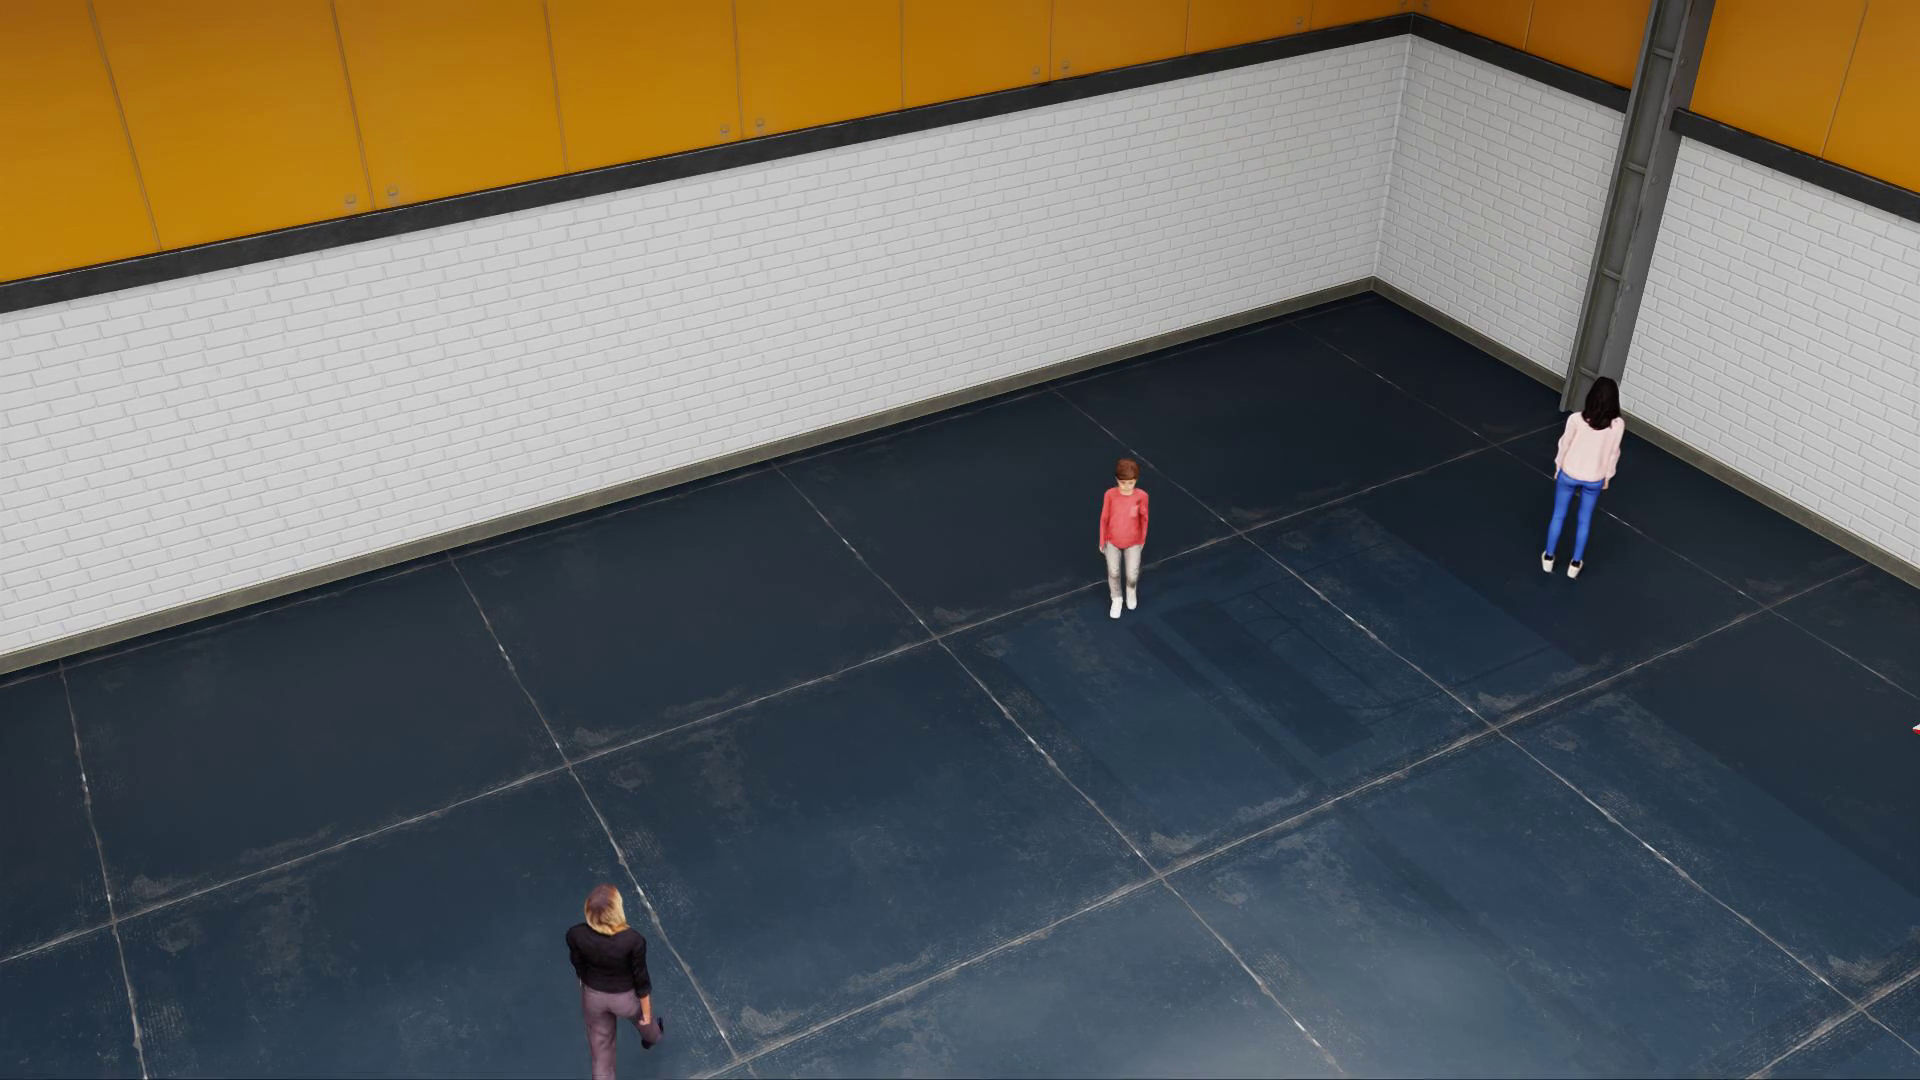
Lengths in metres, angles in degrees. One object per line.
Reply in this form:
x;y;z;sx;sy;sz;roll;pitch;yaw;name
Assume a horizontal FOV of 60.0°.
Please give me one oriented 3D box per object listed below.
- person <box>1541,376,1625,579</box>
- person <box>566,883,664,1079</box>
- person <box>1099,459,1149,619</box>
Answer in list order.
5.004;-0.504;13.390;0.698;1.766;0.770;10;35;15;person
-1.873;2.558;8.902;0.956;1.633;1.120;1;34;2;person
1.286;-0.054;13.038;0.643;1.406;0.702;6;34;9;person
